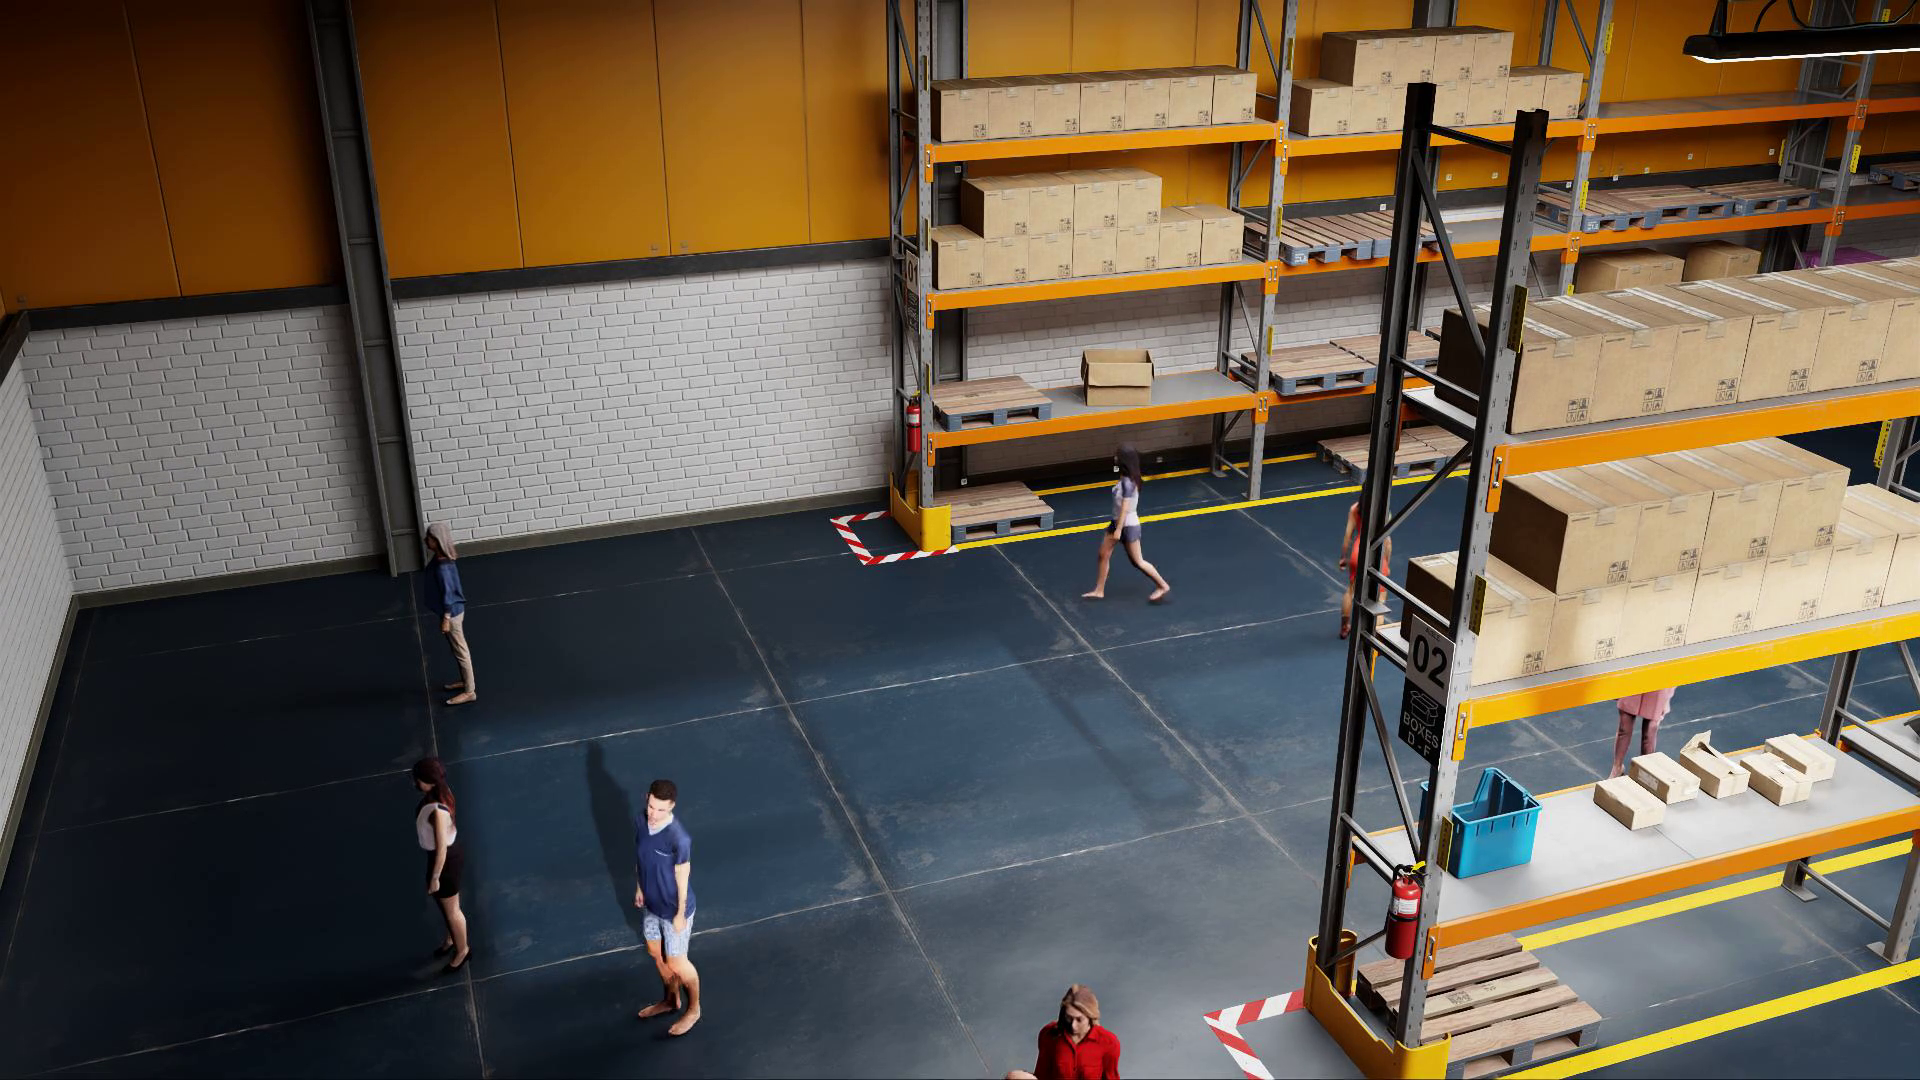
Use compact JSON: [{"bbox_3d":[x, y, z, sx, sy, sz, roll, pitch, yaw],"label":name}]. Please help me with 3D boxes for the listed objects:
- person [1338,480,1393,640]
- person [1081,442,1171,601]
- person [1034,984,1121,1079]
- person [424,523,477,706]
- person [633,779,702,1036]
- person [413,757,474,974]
[{"bbox_3d":[3.799,0.203,15.595,0.966,1.706,0.958,18,29,35],"label":"person"},{"bbox_3d":[1.713,-0.129,16.401,1.174,1.668,0.808,-1,24,-3],"label":"person"},{"bbox_3d":[0.629,3.089,8.994,0.624,1.705,0.754,4,24,9],"label":"person"},{"bbox_3d":[-4.480,0.630,14.629,0.566,1.697,0.616,-7,25,-15],"label":"person"},{"bbox_3d":[-1.882,2.308,10.617,0.719,1.835,0.724,-16,28,-32],"label":"person"},{"bbox_3d":[-3.428,2.167,11.179,0.508,1.644,0.590,-9,25,-20],"label":"person"}]
